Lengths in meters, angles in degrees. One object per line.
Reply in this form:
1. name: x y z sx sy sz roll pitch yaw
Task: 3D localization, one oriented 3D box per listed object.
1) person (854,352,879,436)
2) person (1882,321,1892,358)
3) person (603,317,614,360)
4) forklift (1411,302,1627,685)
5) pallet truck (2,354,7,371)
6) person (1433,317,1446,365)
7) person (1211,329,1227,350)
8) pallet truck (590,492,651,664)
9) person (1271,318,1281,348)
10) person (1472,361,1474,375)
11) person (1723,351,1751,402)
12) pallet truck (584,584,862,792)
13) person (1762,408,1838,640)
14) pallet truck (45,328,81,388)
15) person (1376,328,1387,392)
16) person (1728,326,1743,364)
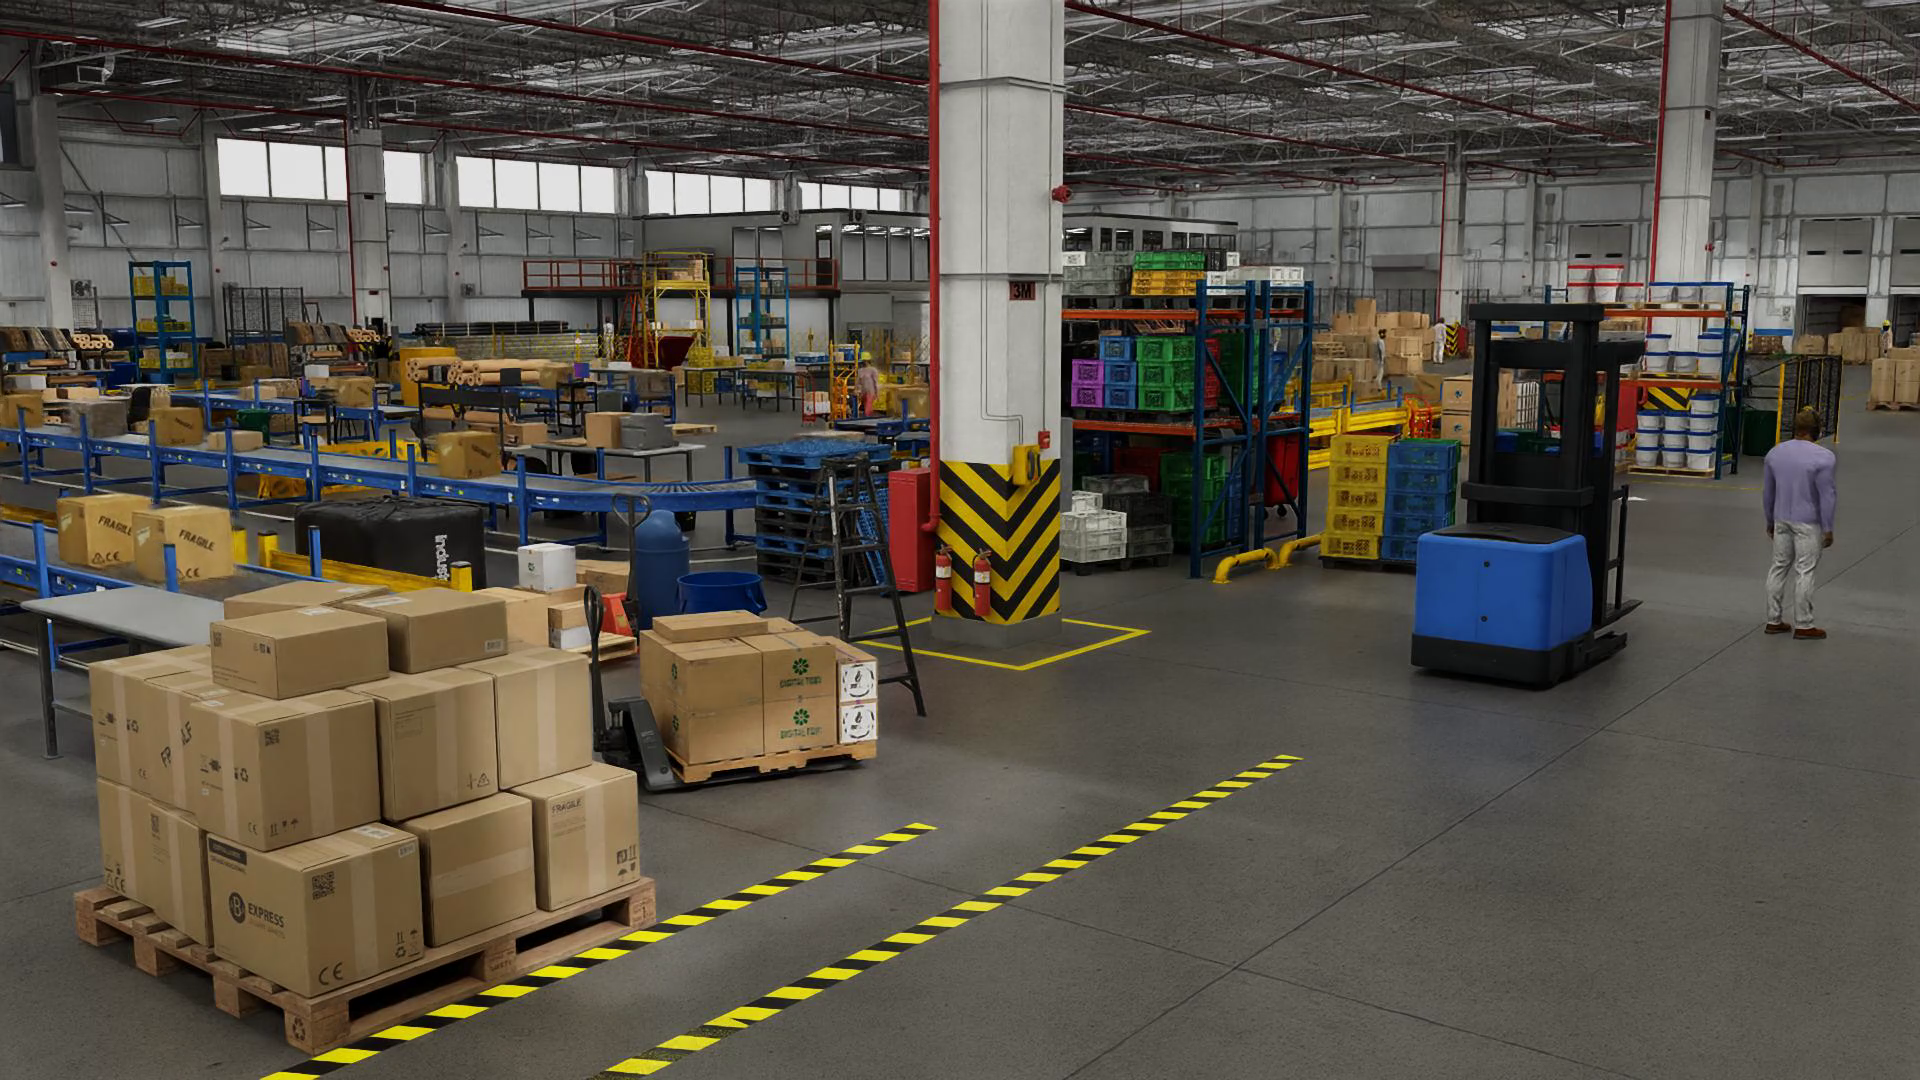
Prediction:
1. person: -1.855 -2.942 33.610 0.539 1.725 0.888 6 11 37
2. person: 33.119 -6.876 59.501 0.394 1.919 0.582 3 9 21
3. person: -15.210 -8.706 71.932 0.341 1.882 0.587 6 10 35
4. forklift: 4.379 -0.438 12.852 1.129 2.768 1.873 7 11 37
5. pallet truck: -24.881 -4.417 42.634 1.885 1.965 0.823 8 11 41
6. person: 19.511 -8.085 67.610 0.379 1.931 0.625 -5 10 -30
7. person: 7.072 -4.840 45.478 0.911 2.014 0.607 -6 10 -34
8. pallet truck: -3.115 0.344 12.883 0.653 1.274 1.630 7 11 37
9. person: 13.860 -8.832 72.913 0.429 1.846 0.625 2 9 14
10. person: 12.521 -3.903 39.748 0.618 1.821 0.426 6 10 35
11. person: 16.672 -3.238 35.786 0.564 1.661 0.798 -2 9 -13
12. pallet truck: -1.426 0.805 10.019 1.601 1.201 0.680 -4 9 -26
13. person: 7.048 -0.135 13.965 0.358 1.938 0.636 -4 10 -28
14. pallet truck: -23.775 -4.544 43.495 1.885 1.965 0.823 6 10 35
15. person: 12.405 -5.281 48.943 0.341 1.859 0.517 2 9 13
16. person: 29.086 -7.180 62.259 0.489 1.702 0.858 -2 9 -13
